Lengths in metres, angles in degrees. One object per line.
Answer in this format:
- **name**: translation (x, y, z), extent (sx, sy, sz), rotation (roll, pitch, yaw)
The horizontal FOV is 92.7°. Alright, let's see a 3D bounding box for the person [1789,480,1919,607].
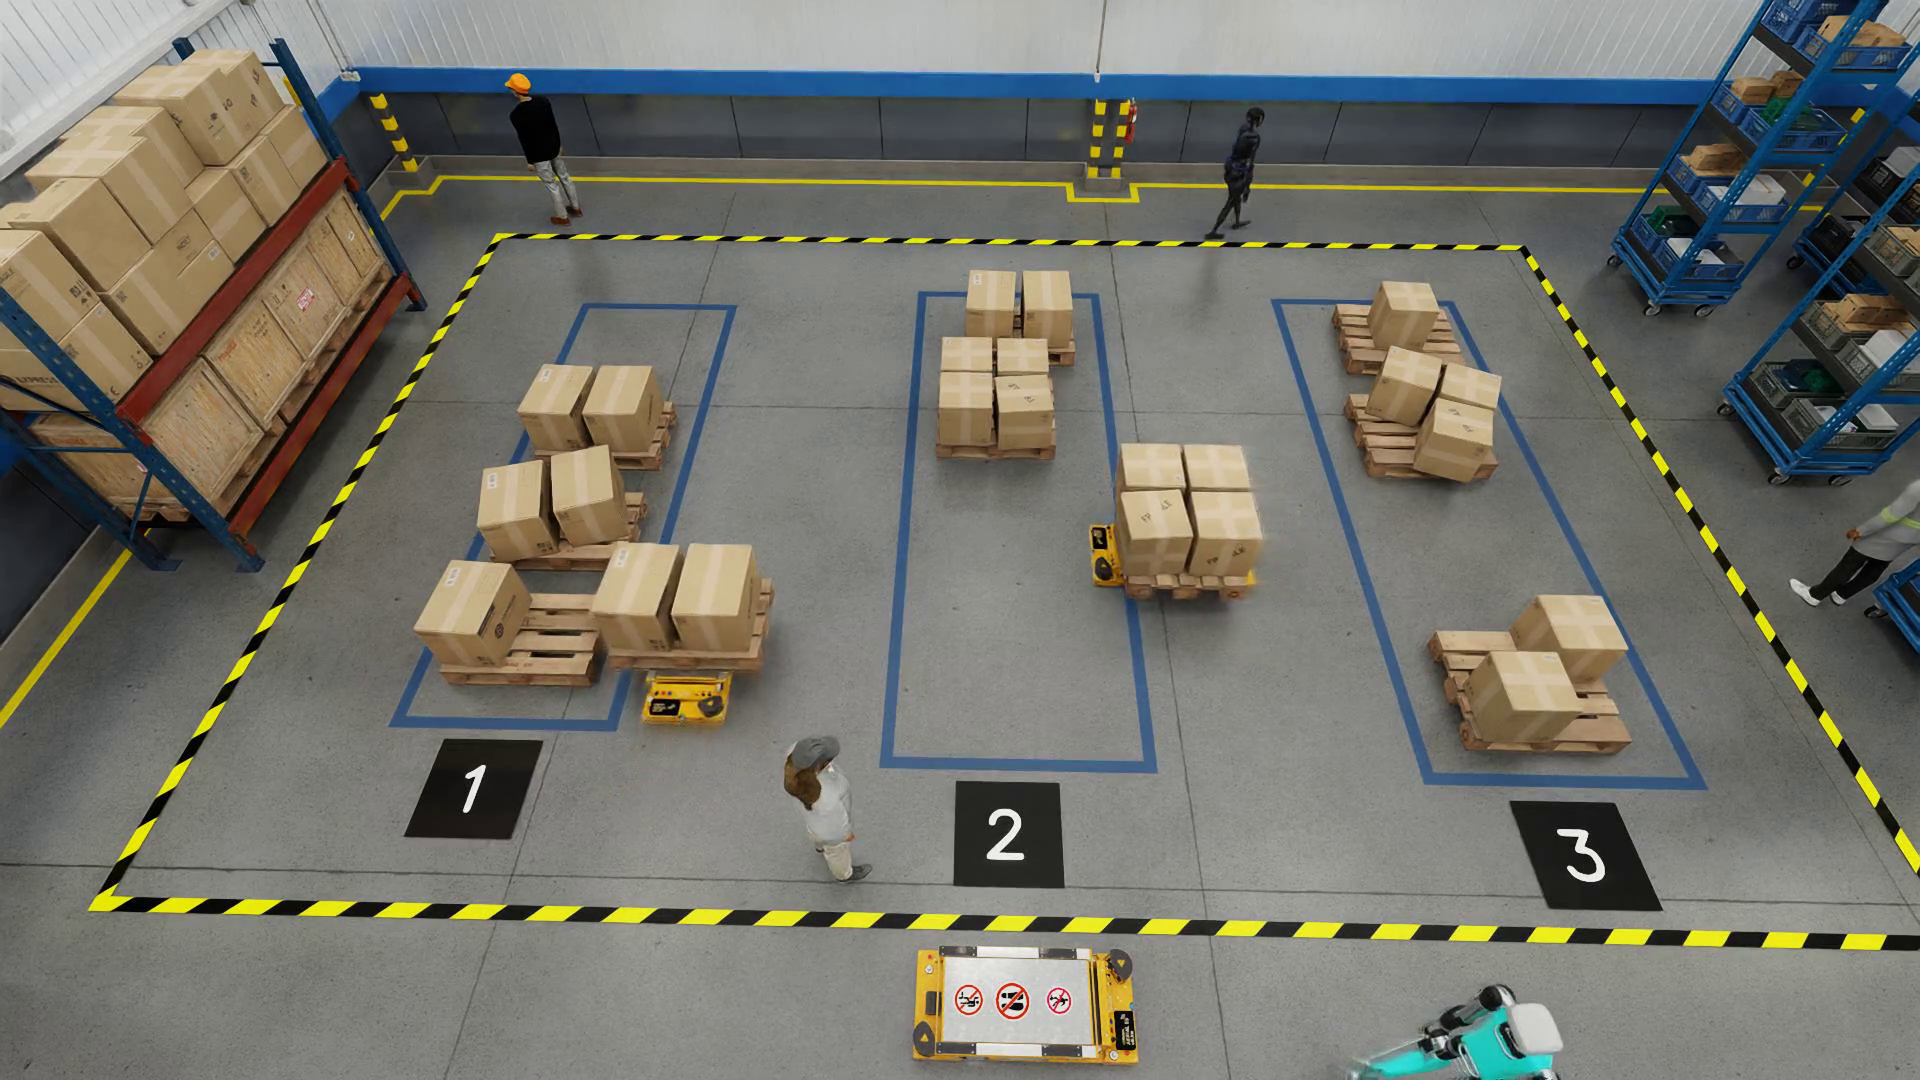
- **person**: translation (7.692, -0.100, 7.549), extent (0.587, 1.848, 0.398), rotation (1, 51, 1)

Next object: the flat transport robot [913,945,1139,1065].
- **flat transport robot**: translation (0.422, 3.041, 6.007), extent (1.431, 0.231, 0.659), rotation (1, 51, 1)

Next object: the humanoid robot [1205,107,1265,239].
- **humanoid robot**: translation (3.475, -4.477, 11.234), extent (0.660, 1.637, 0.613), rotation (-7, 51, -6)

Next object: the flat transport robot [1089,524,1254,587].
- **flat transport robot**: translation (1.926, 0.110, 8.378), extent (1.431, 0.197, 0.652), rotation (1, 51, 1)

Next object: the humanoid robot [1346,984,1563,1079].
- **humanoid robot**: translation (2.576, 2.996, 5.102), extent (0.797, 1.784, 0.553), rotation (-8, 51, -7)

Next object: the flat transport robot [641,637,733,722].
- **flat transport robot**: translation (-2.214, 0.855, 7.771), extent (0.652, 0.197, 1.431), rotation (1, 51, 1)

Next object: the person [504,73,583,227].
- **person**: translation (-5.160, -4.818, 11.372), extent (0.362, 1.884, 0.586), rotation (22, 54, 17)

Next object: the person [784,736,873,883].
- **person**: translation (-0.898, 1.784, 6.061), extent (0.396, 1.769, 0.562), rotation (-28, 56, -21)
